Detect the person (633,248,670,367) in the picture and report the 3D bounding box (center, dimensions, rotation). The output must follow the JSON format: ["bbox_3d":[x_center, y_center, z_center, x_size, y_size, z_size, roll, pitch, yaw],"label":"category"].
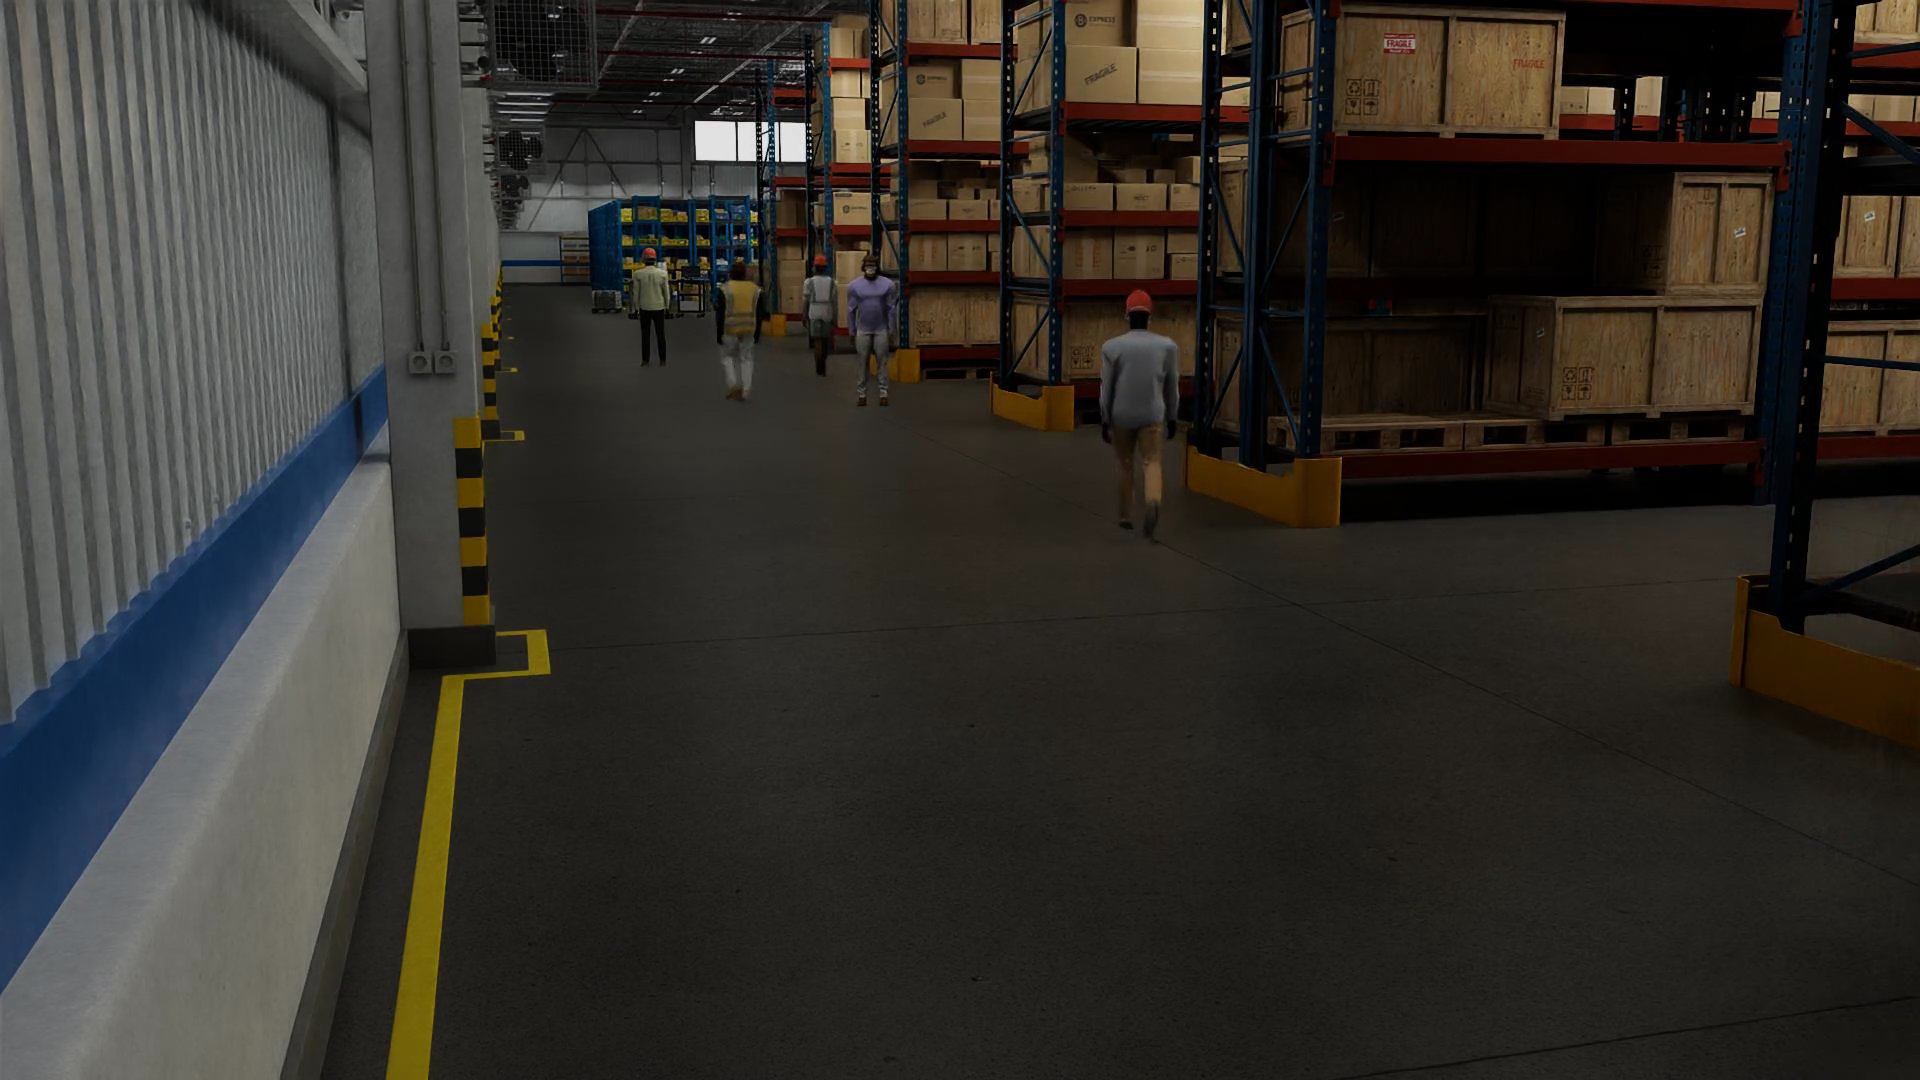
[{"bbox_3d":[-5.196,-3.908,28.009,0.625,1.991,0.391,-3,11,-18],"label":"person"}]

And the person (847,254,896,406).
[{"bbox_3d":[-1.117,-2.654,21.115,0.623,1.931,0.380,-1,10,-4],"label":"person"}]

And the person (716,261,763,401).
[{"bbox_3d":[-2.907,-2.727,21.795,0.659,1.824,0.506,-5,11,-27],"label":"person"}]

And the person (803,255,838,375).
[{"bbox_3d":[-2.173,-3.519,26.119,0.558,1.901,0.822,-2,10,-14],"label":"person"}]

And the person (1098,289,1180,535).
[{"bbox_3d":[1.253,-0.887,11.642,0.574,1.730,0.689,0,10,0],"label":"person"}]
